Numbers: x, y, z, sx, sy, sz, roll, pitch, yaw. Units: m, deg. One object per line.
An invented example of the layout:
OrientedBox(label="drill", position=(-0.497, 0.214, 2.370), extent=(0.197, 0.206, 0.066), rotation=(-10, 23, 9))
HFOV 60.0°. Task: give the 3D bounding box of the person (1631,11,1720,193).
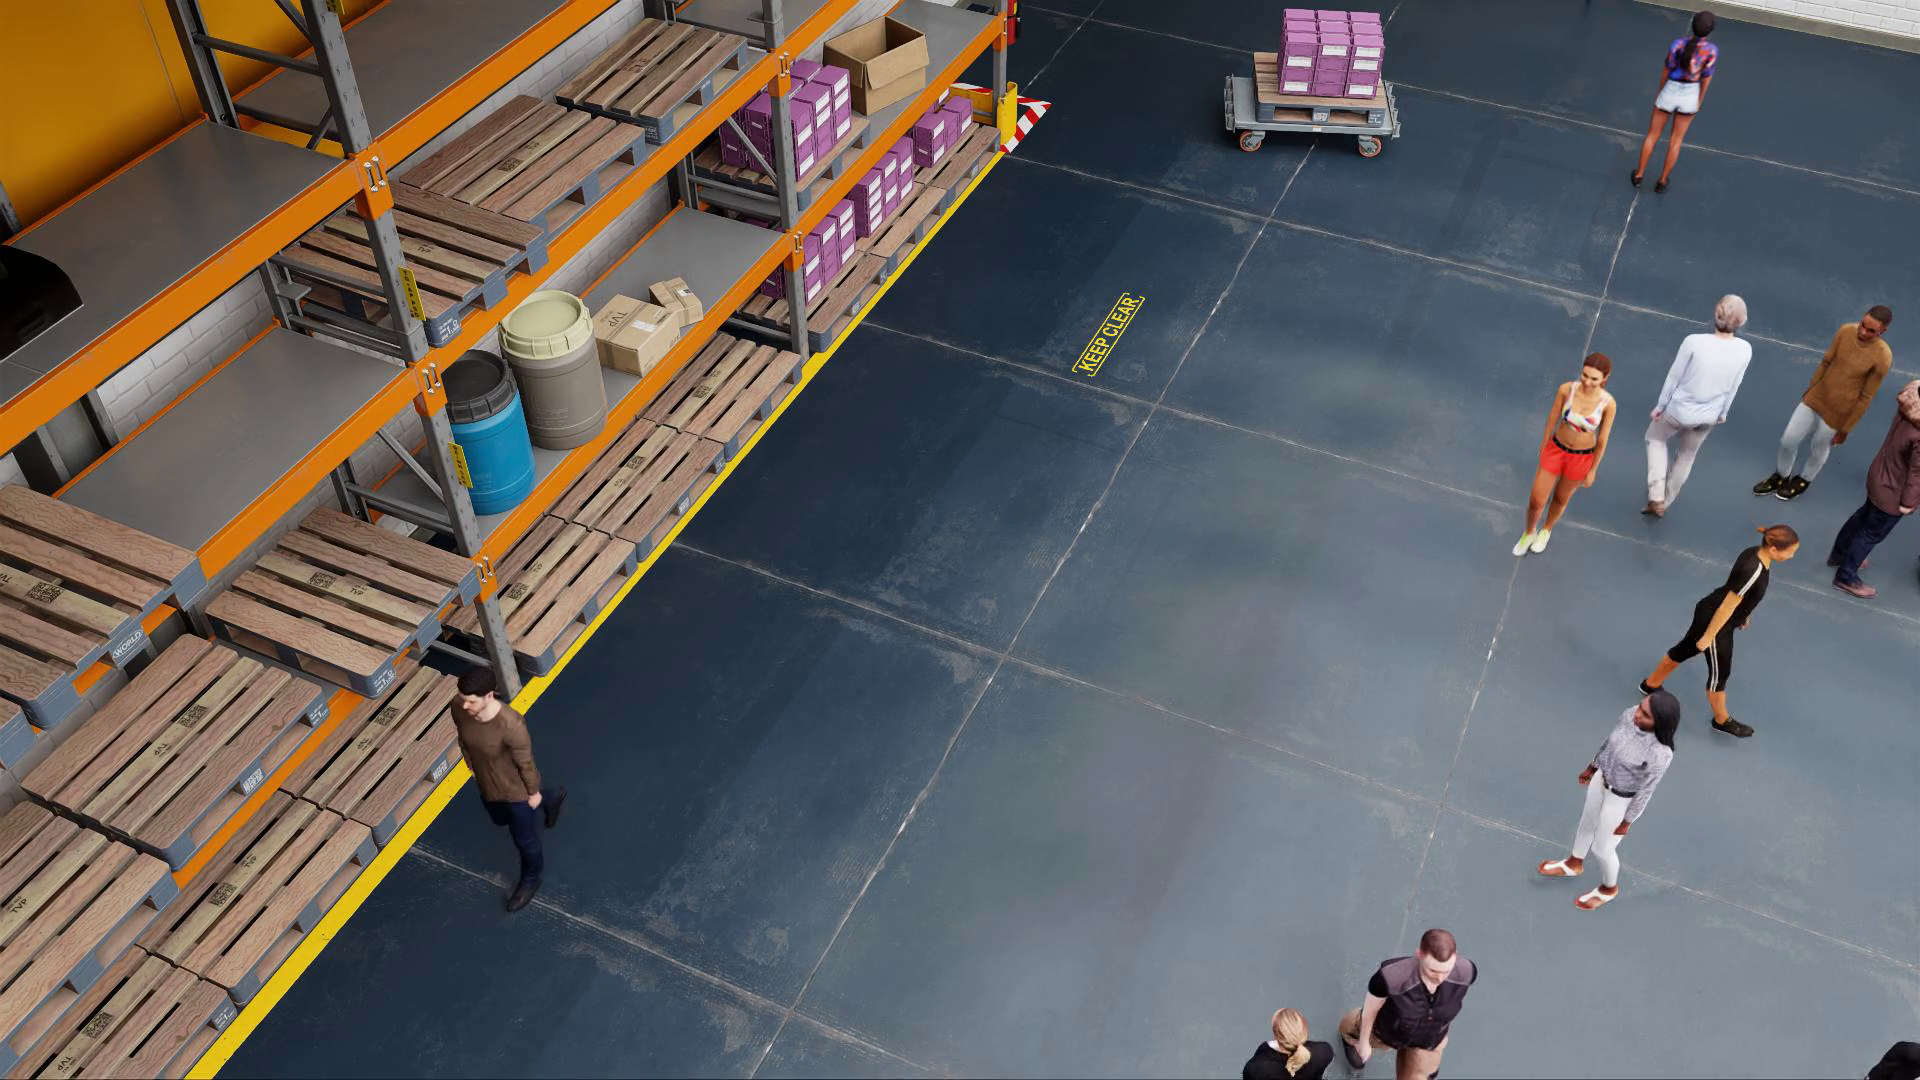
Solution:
OrientedBox(label="person", position=(6.540, -3.994, 15.135), extent=(0.575, 1.744, 0.498), rotation=(17, 46, 17))

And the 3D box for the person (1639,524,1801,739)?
OrientedBox(label="person", position=(4.715, 0.482, 10.521), extent=(0.761, 1.627, 0.930), rotation=(27, 50, 25))

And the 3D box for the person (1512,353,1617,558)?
OrientedBox(label="person", position=(4.278, -0.631, 11.581), extent=(0.604, 1.775, 0.641), rotation=(22, 48, 21))

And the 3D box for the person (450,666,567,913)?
OrientedBox(label="person", position=(-2.536, 1.308, 9.475), extent=(0.642, 1.874, 0.951), rotation=(18, 46, 18))

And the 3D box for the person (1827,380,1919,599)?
OrientedBox(label="person", position=(6.367, -0.415, 11.304), extent=(0.858, 1.844, 0.660), rotation=(11, 45, 11))

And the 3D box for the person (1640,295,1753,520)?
OrientedBox(label="person", position=(5.168, -0.839, 11.728), extent=(0.792, 1.875, 0.883), rotation=(6, 44, 7))

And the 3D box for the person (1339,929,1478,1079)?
OrientedBox(label="person", position=(2.232, 2.369, 8.424), extent=(1.065, 1.787, 1.357), rotation=(-1, 44, -1))

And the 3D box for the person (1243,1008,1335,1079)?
OrientedBox(label="person", position=(1.564, 2.842, 8.011), extent=(0.984, 1.672, 1.167), rotation=(-5, 44, -5))

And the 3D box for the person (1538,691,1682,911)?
OrientedBox(label="person", position=(3.760, 1.442, 9.443), extent=(0.795, 1.724, 0.716), rotation=(-3, 44, -3))

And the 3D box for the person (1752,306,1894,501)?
OrientedBox(label="person", position=(6.339, -0.983, 11.938), extent=(0.857, 1.792, 0.814), rotation=(-19, 47, -19))
